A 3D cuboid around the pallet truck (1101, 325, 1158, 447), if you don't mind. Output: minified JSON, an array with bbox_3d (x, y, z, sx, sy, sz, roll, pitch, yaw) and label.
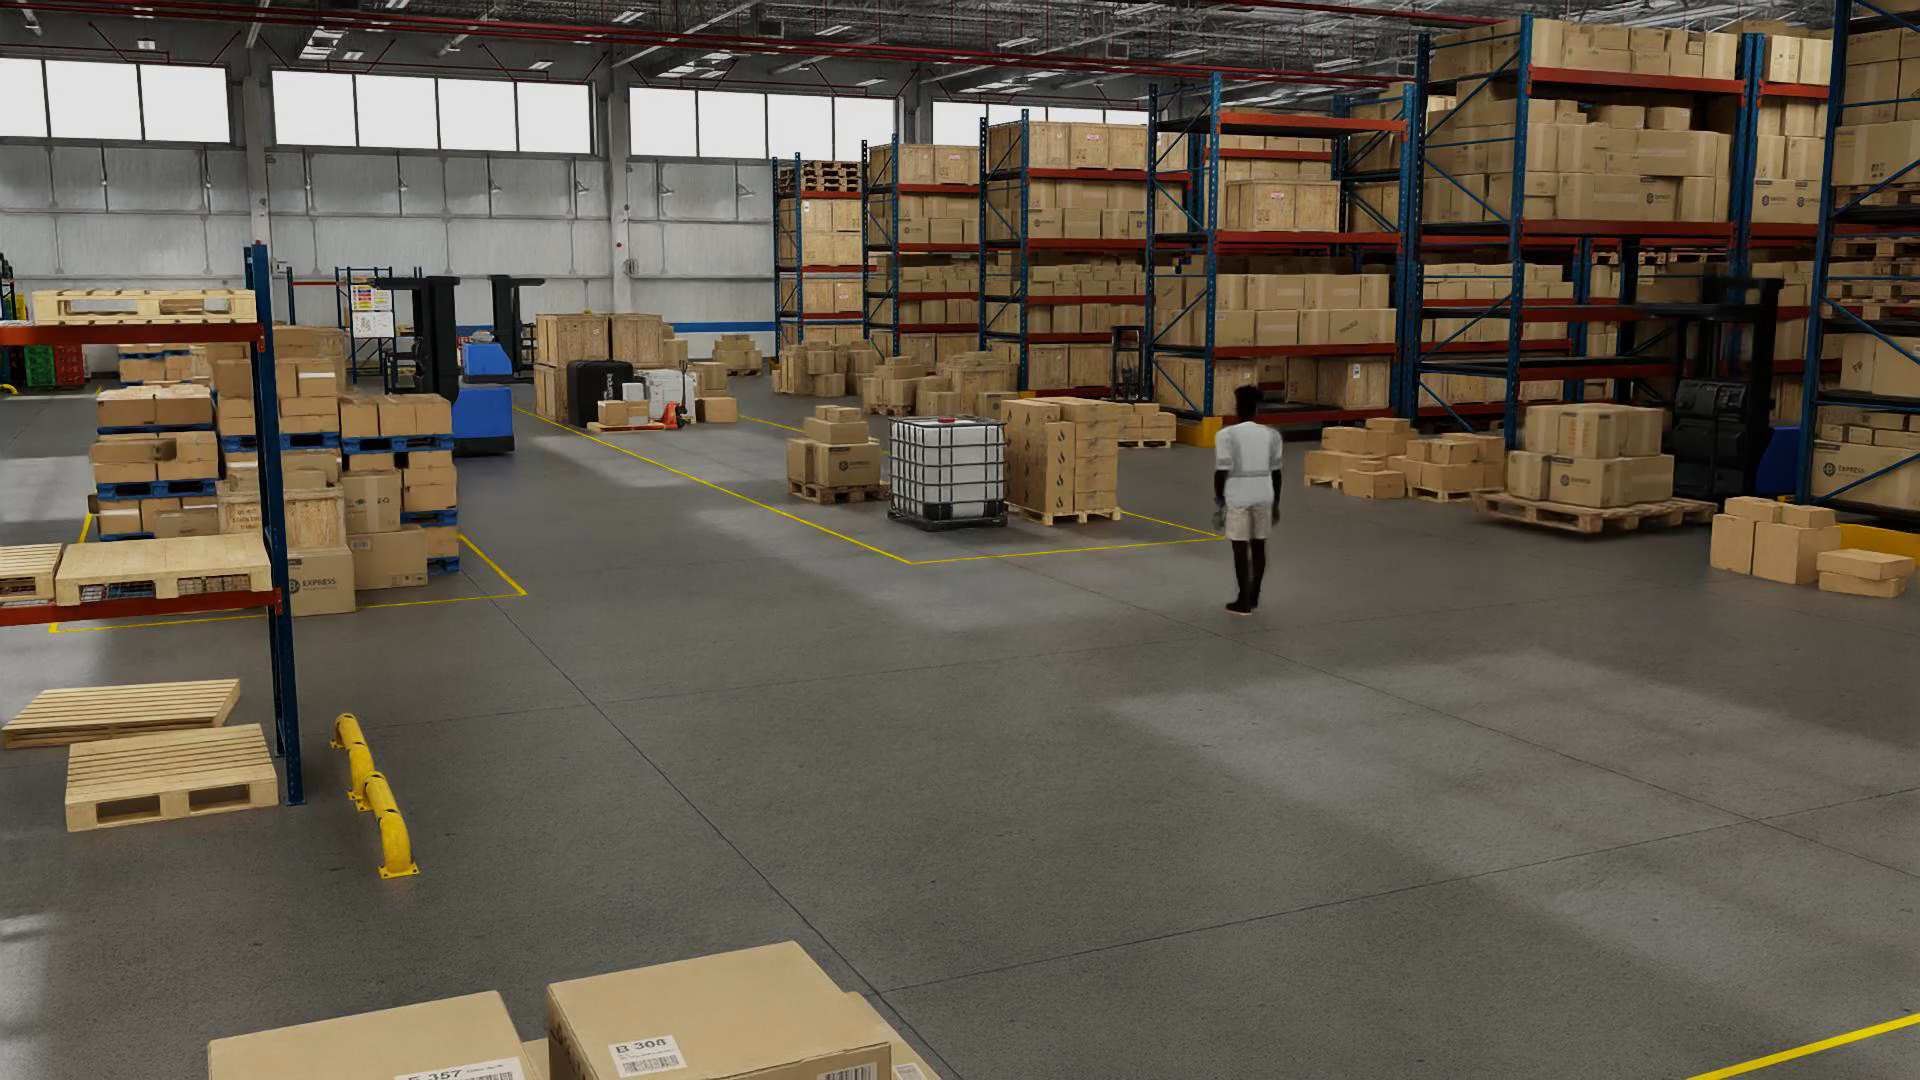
[{"bbox_3d":[2.881,-2.596,27.923,0.823,1.965,1.885,-1,9,-7],"label":"pallet truck"}]

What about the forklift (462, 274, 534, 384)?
[{"bbox_3d":[-11.646,-5.347,42.260,1.873,2.768,1.129,-4,10,-25],"label":"forklift"}]

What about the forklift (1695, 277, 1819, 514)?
[{"bbox_3d":[9.133,-1.700,19.636,1.873,2.768,1.129,-4,10,-25],"label":"forklift"}]

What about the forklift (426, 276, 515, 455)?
[{"bbox_3d":[-8.069,-2.737,26.069,1.873,2.768,1.129,-4,10,-25],"label":"forklift"}]

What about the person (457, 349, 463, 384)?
[{"bbox_3d":[-8.687,-2.603,27.979,0.618,1.994,0.380,-4,10,-25],"label":"person"}]

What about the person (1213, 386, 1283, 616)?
[{"bbox_3d":[2.430,-0.330,14.146,0.608,1.937,0.644,-2,9,-15],"label":"person"}]
